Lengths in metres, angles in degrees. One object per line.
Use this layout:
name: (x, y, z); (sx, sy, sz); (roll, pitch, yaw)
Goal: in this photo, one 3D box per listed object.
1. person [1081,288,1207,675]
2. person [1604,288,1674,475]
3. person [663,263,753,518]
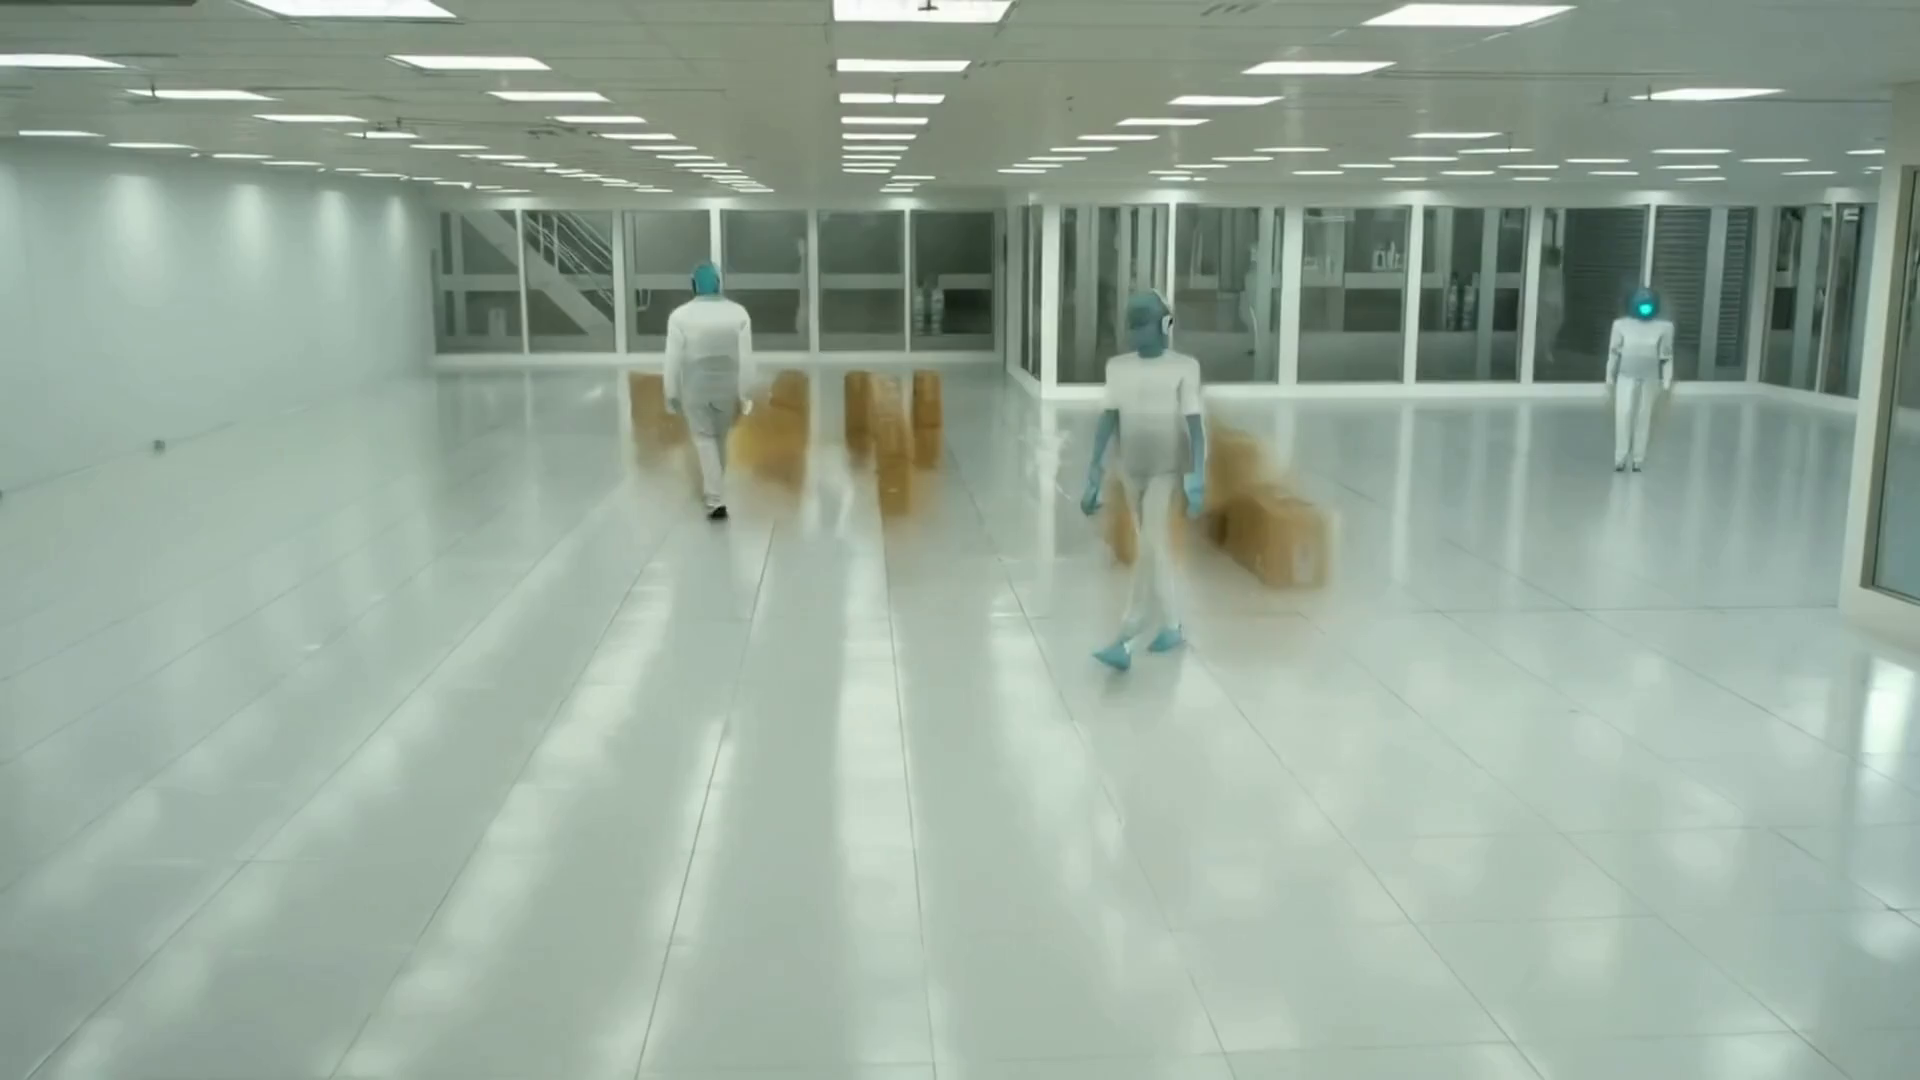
person: (0.854, -0.285, 7.965); (0.529, 1.813, 0.992); (8, 13, 35)
person: (5.785, -1.336, 14.178); (0.531, 1.600, 0.736); (4, 11, 22)
person: (-1.857, -1.116, 12.327); (0.656, 1.867, 0.969); (-5, 12, -26)
